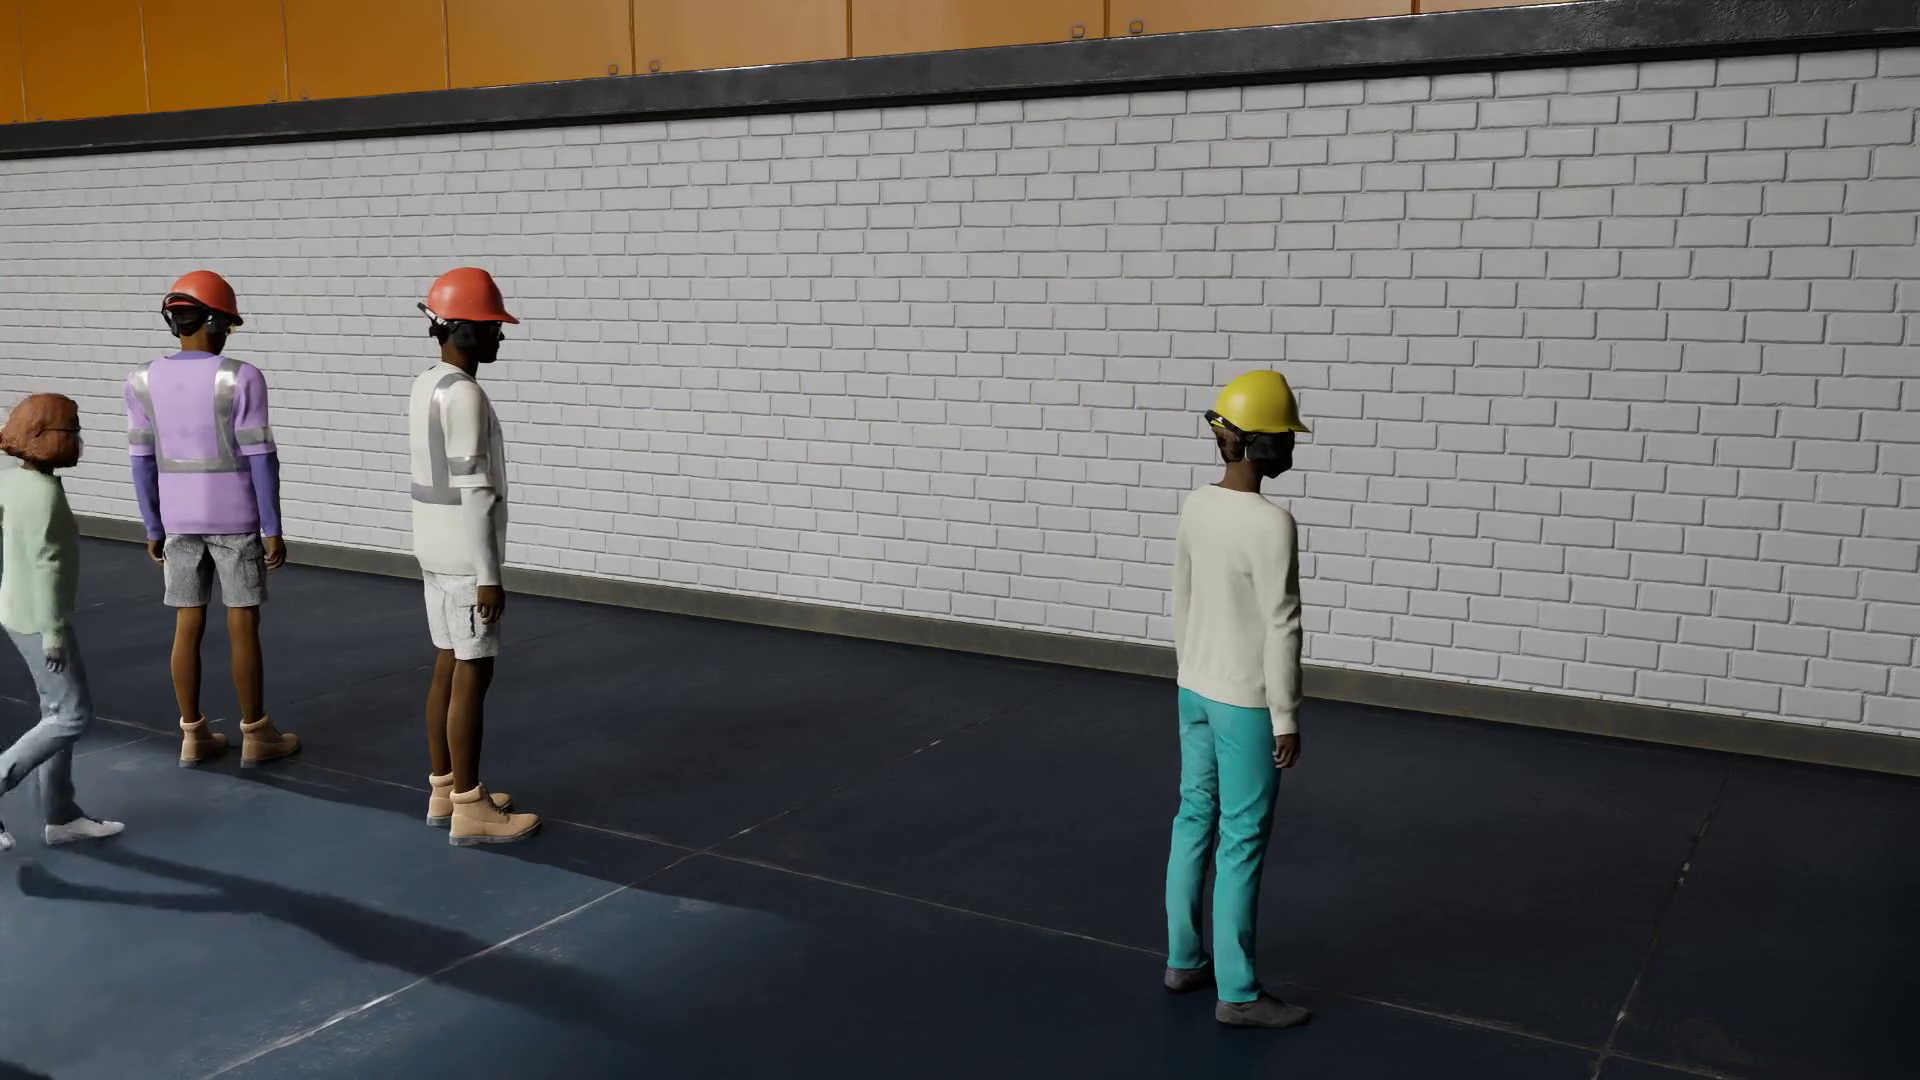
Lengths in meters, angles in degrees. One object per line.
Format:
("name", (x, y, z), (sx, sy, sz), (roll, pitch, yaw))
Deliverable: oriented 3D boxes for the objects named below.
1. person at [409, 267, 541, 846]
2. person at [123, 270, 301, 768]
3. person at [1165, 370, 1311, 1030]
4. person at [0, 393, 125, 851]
("person", (-1.744, 0.057, 5.958), (0.391, 2.040, 0.615), (-6, 11, -31))
("person", (-3.051, -0.075, 6.816), (0.605, 2.033, 0.391), (1, 9, 6))
("person", (0.768, 0.426, 4.518), (0.329, 1.767, 0.528), (-4, 10, -22))
("person", (-3.217, 0.303, 5.732), (0.459, 1.613, 0.534), (-7, 11, -36))
